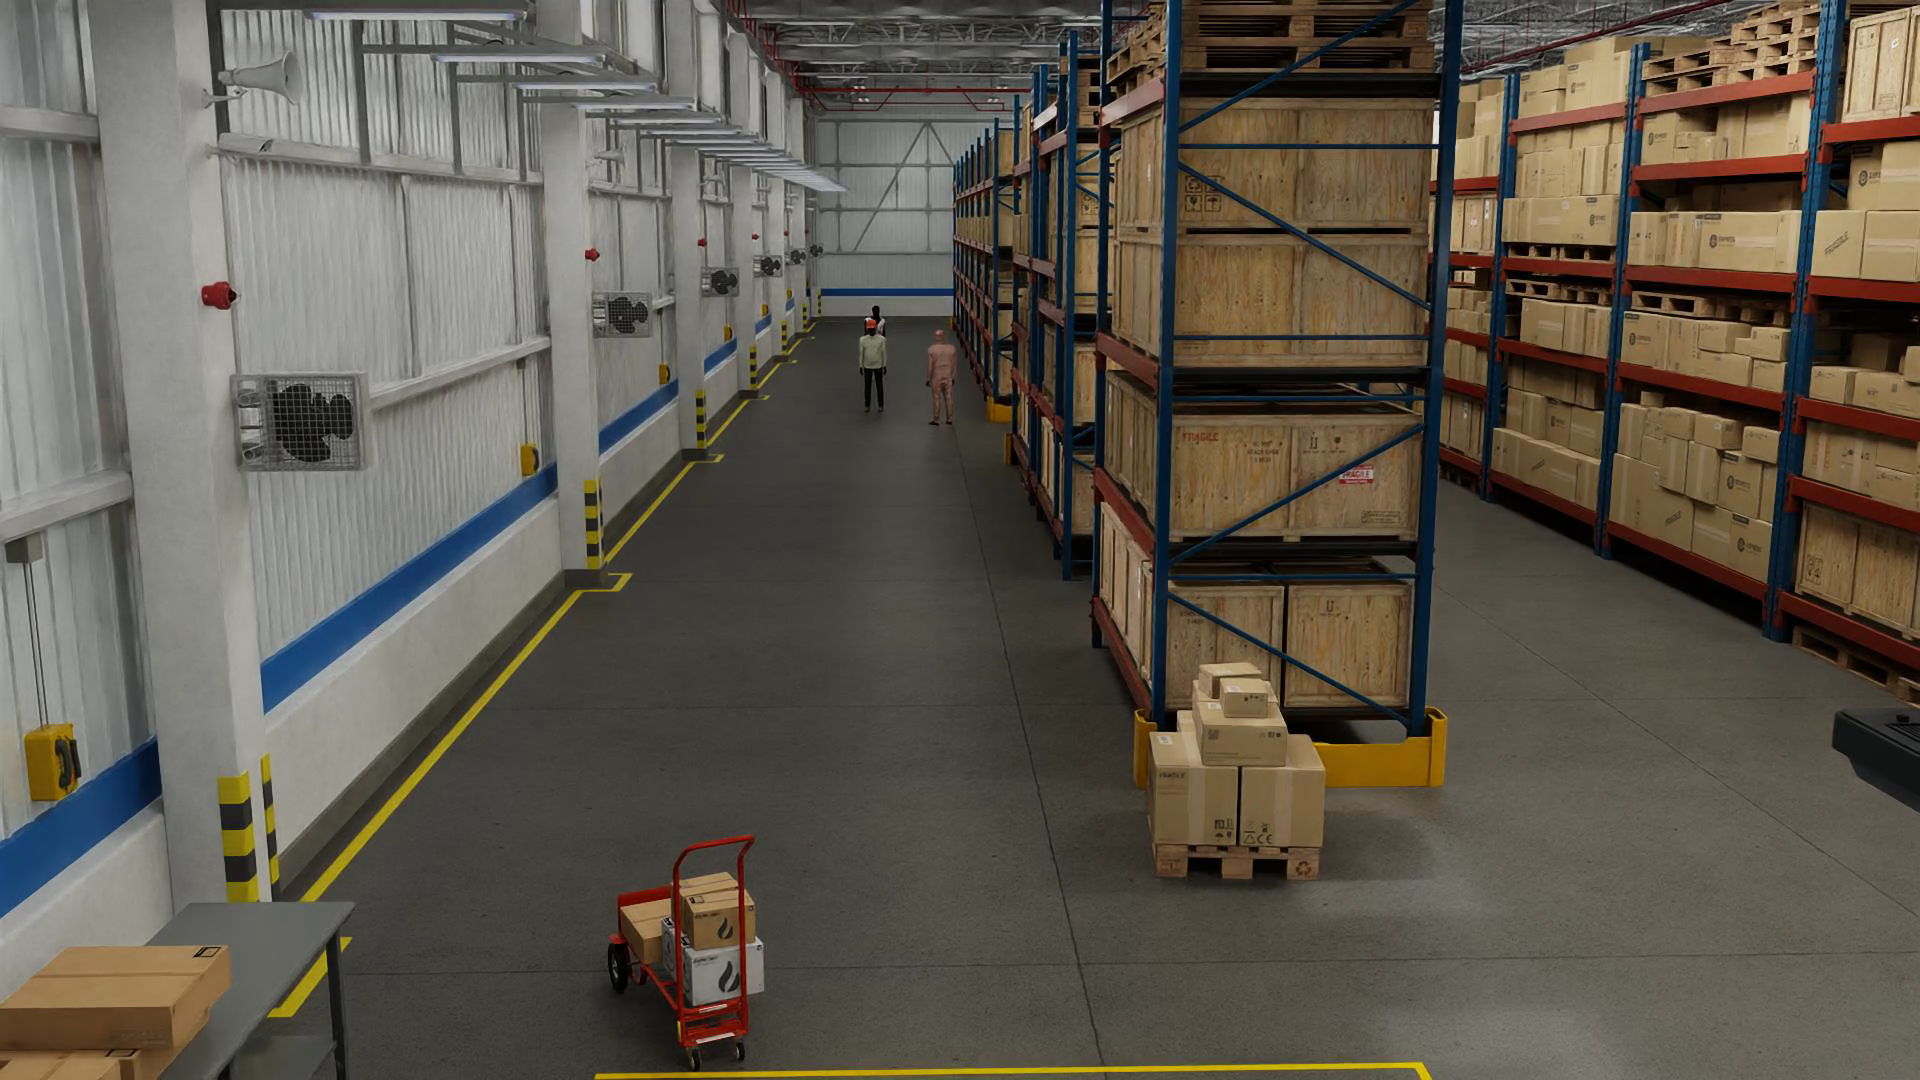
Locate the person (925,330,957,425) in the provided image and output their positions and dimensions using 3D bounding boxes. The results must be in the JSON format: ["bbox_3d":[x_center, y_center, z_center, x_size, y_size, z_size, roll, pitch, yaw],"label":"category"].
[{"bbox_3d":[-0.394,-3.241,33.280,0.681,1.901,0.397,-4,12,-22],"label":"person"}]

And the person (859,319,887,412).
[{"bbox_3d":[-1.862,-3.723,35.557,0.614,1.988,0.402,1,11,3],"label":"person"}]

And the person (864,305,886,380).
[{"bbox_3d":[-2.185,-5.081,42.828,0.591,1.910,0.392,-6,12,-29],"label":"person"}]
